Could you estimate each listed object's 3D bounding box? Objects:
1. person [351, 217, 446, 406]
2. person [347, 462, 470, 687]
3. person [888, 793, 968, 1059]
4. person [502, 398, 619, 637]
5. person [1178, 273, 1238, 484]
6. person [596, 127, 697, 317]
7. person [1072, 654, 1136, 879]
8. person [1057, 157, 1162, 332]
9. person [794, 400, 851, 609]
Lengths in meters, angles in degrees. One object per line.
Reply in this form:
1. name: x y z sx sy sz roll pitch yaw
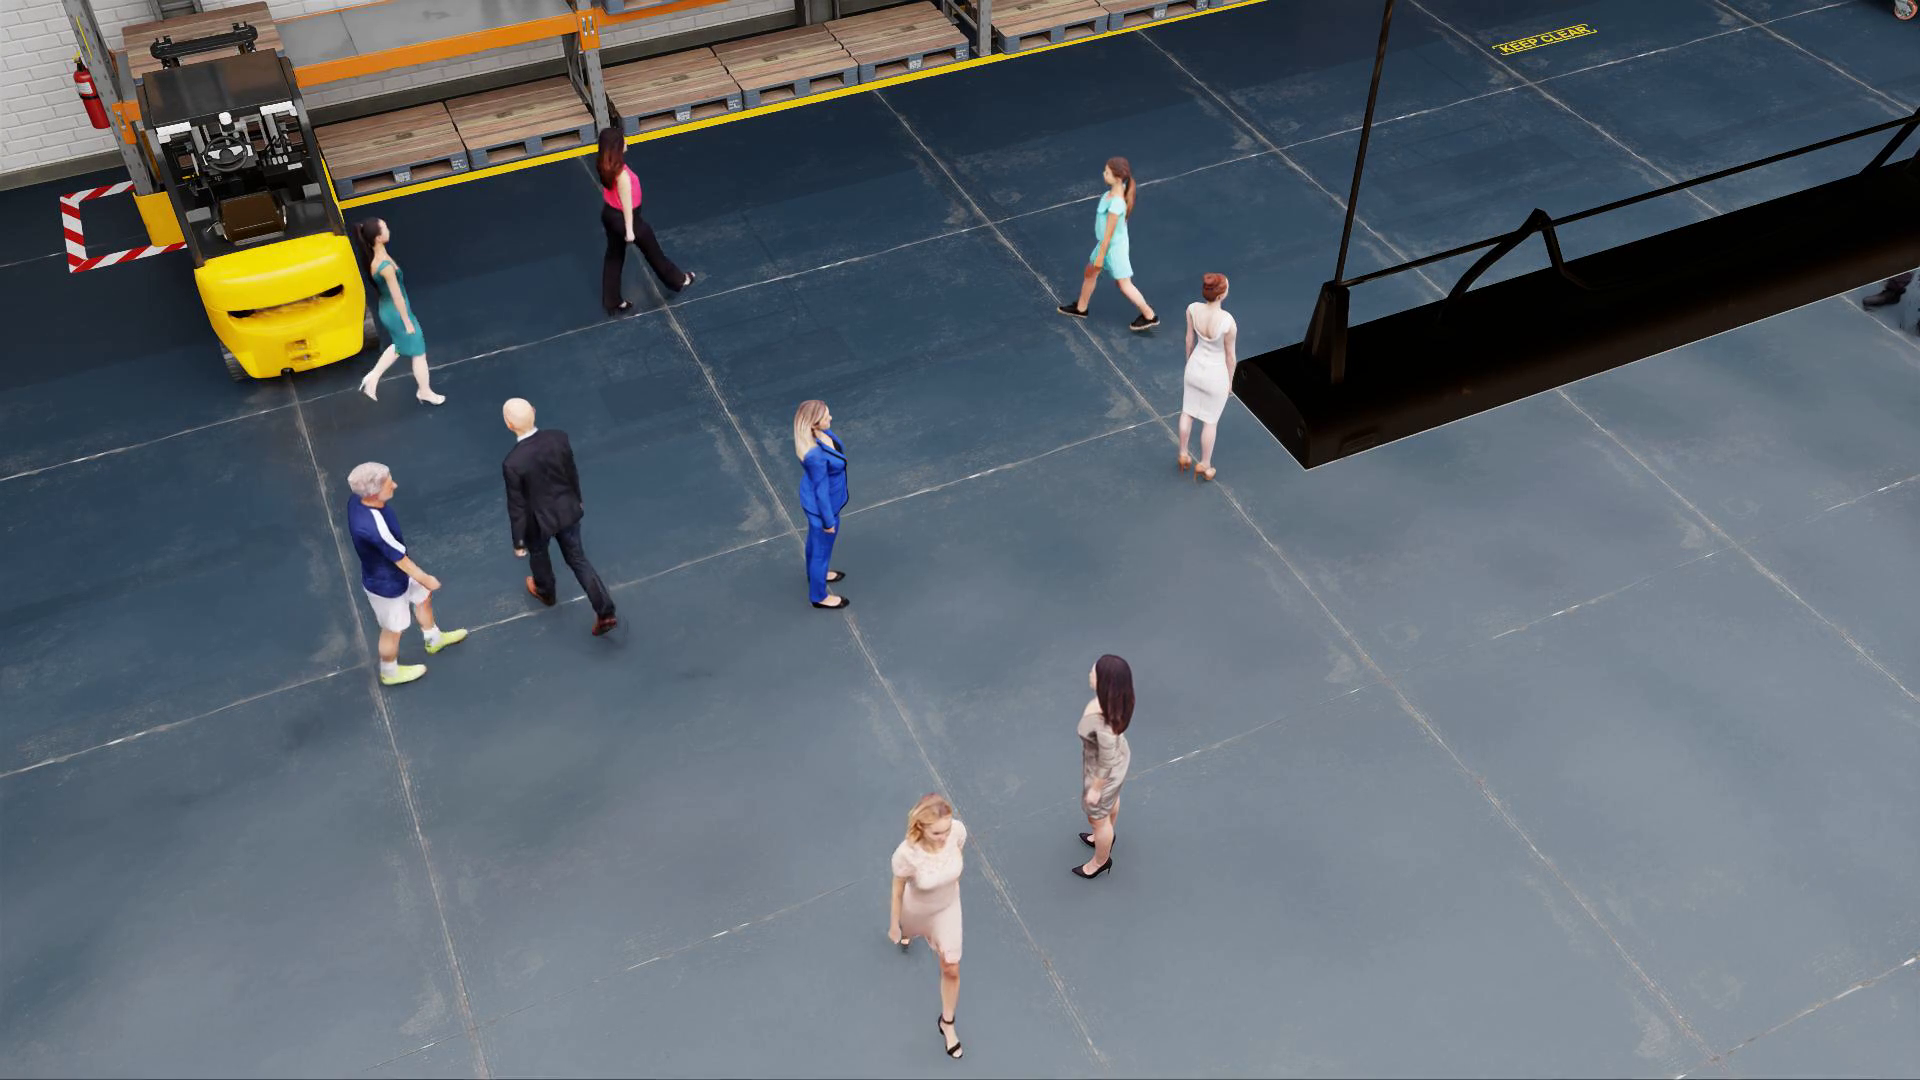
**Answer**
1. person: -4.247 -1.629 12.330 0.836 1.672 0.600 -24 48 -23
2. person: -3.605 0.261 10.251 0.809 1.805 0.622 -20 47 -19
3. person: -0.206 1.833 8.617 1.086 1.781 0.684 -15 46 -15
4. person: -2.573 -0.114 10.669 1.043 1.770 1.204 34 53 30
5. person: 1.730 -1.146 11.737 0.628 1.792 0.605 31 52 29
6. person: -2.737 -2.497 13.278 1.112 1.621 0.791 -31 51 -28
7. person: 0.804 1.261 9.243 0.706 1.746 0.668 10 45 11
8. person: 1.289 -2.299 13.143 1.127 1.521 0.979 9 44 9
9. person: -0.924 -0.241 10.854 0.619 1.700 0.666 -8 44 -8
